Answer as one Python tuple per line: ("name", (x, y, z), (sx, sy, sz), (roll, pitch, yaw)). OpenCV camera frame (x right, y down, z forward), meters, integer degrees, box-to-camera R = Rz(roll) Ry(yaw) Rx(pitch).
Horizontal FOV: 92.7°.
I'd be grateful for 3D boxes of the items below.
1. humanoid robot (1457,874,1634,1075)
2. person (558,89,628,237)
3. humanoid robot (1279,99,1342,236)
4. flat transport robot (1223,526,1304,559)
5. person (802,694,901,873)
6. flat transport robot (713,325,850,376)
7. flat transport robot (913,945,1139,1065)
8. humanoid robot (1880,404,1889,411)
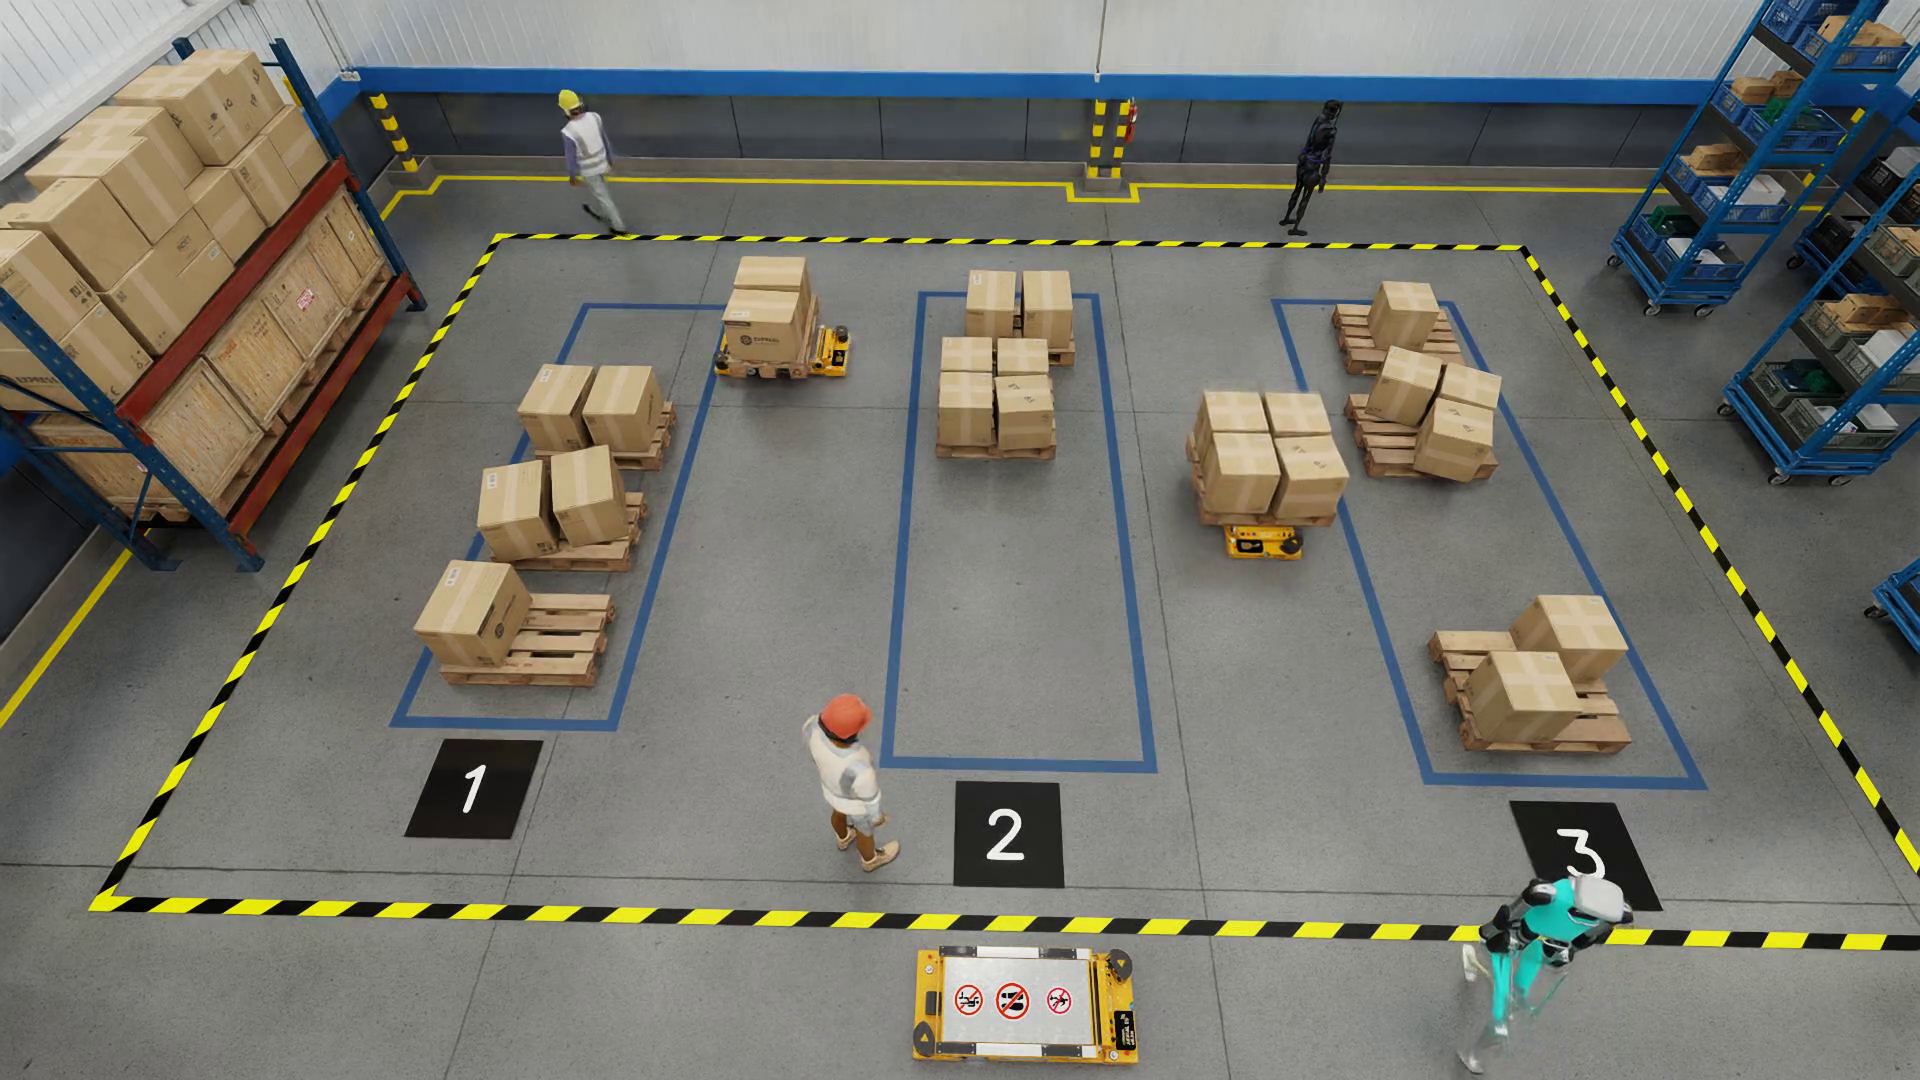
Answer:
("humanoid robot", (3.370, 2.652, 5.398), (0.530, 1.778, 0.995), (11, 52, 9))
("person", (-4.626, -4.628, 11.270), (0.872, 1.793, 0.619), (21, 54, 16))
("humanoid robot", (4.353, -4.613, 11.330), (0.315, 1.653, 0.599), (-7, 51, -6))
("flat transport robot", (2.822, -0.434, 8.821), (0.652, 0.197, 1.431), (1, 51, 1))
("person", (-0.702, 1.612, 6.036), (0.607, 2.031, 0.405), (37, 60, 26))
("flat transport robot", (-1.975, -2.123, 10.199), (1.431, 0.197, 0.652), (1, 51, 1))
("flat transport robot", (0.422, 3.041, 6.007), (1.431, 0.231, 0.659), (1, 51, 1))
("humanoid robot", (9.257, -1.678, 8.949), (0.586, 1.644, 0.370), (-14, 52, -11))
